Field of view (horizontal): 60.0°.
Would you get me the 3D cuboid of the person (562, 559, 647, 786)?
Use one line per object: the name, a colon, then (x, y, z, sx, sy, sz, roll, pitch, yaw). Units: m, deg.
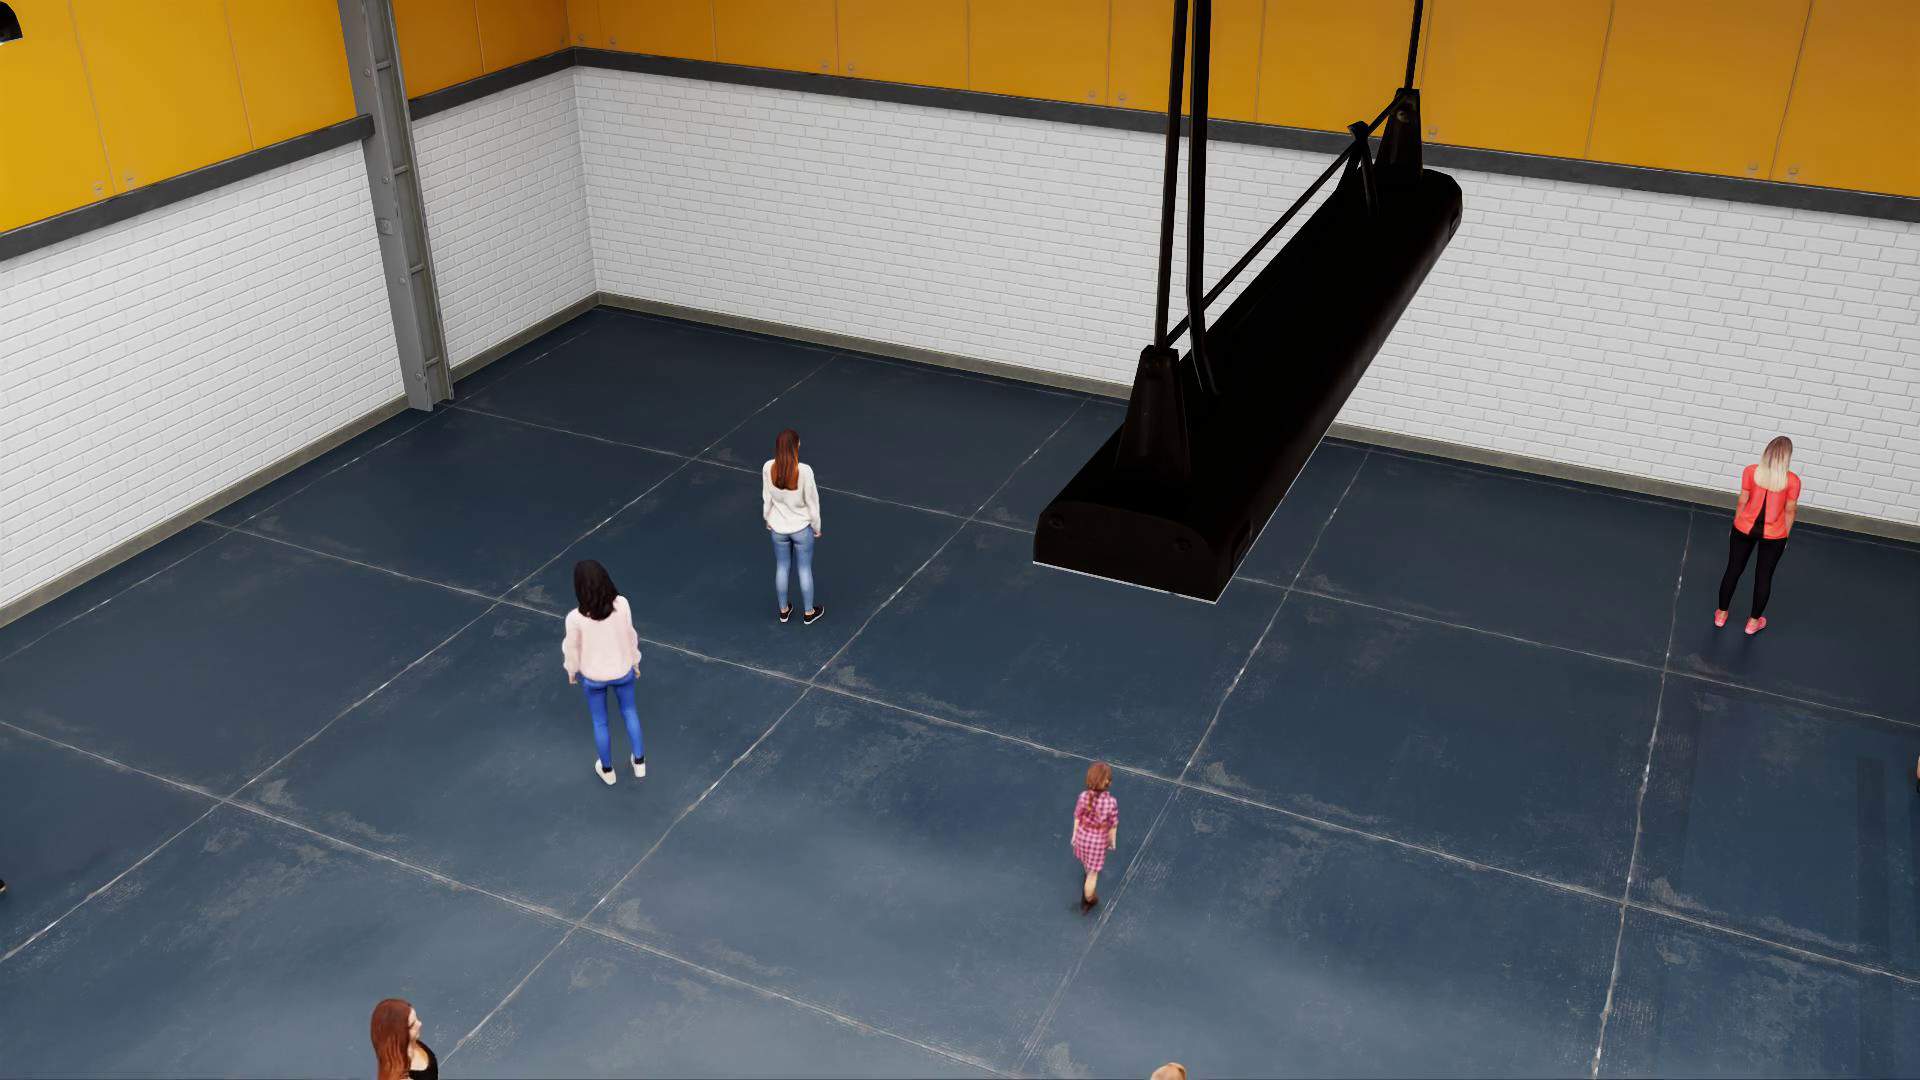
person: (-2.408, 0.935, 11.340, 0.761, 1.767, 0.826, -10, 30, -18)

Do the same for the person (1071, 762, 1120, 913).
person: (0.817, 1.877, 10.421, 0.462, 0.994, 0.727, 10, 30, 17)

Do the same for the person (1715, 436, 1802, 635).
person: (6.355, -0.051, 13.224, 0.628, 1.694, 0.583, 19, 34, 31)

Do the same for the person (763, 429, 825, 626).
person: (-1.342, -0.110, 13.334, 0.657, 1.692, 0.593, 8, 30, 14)
